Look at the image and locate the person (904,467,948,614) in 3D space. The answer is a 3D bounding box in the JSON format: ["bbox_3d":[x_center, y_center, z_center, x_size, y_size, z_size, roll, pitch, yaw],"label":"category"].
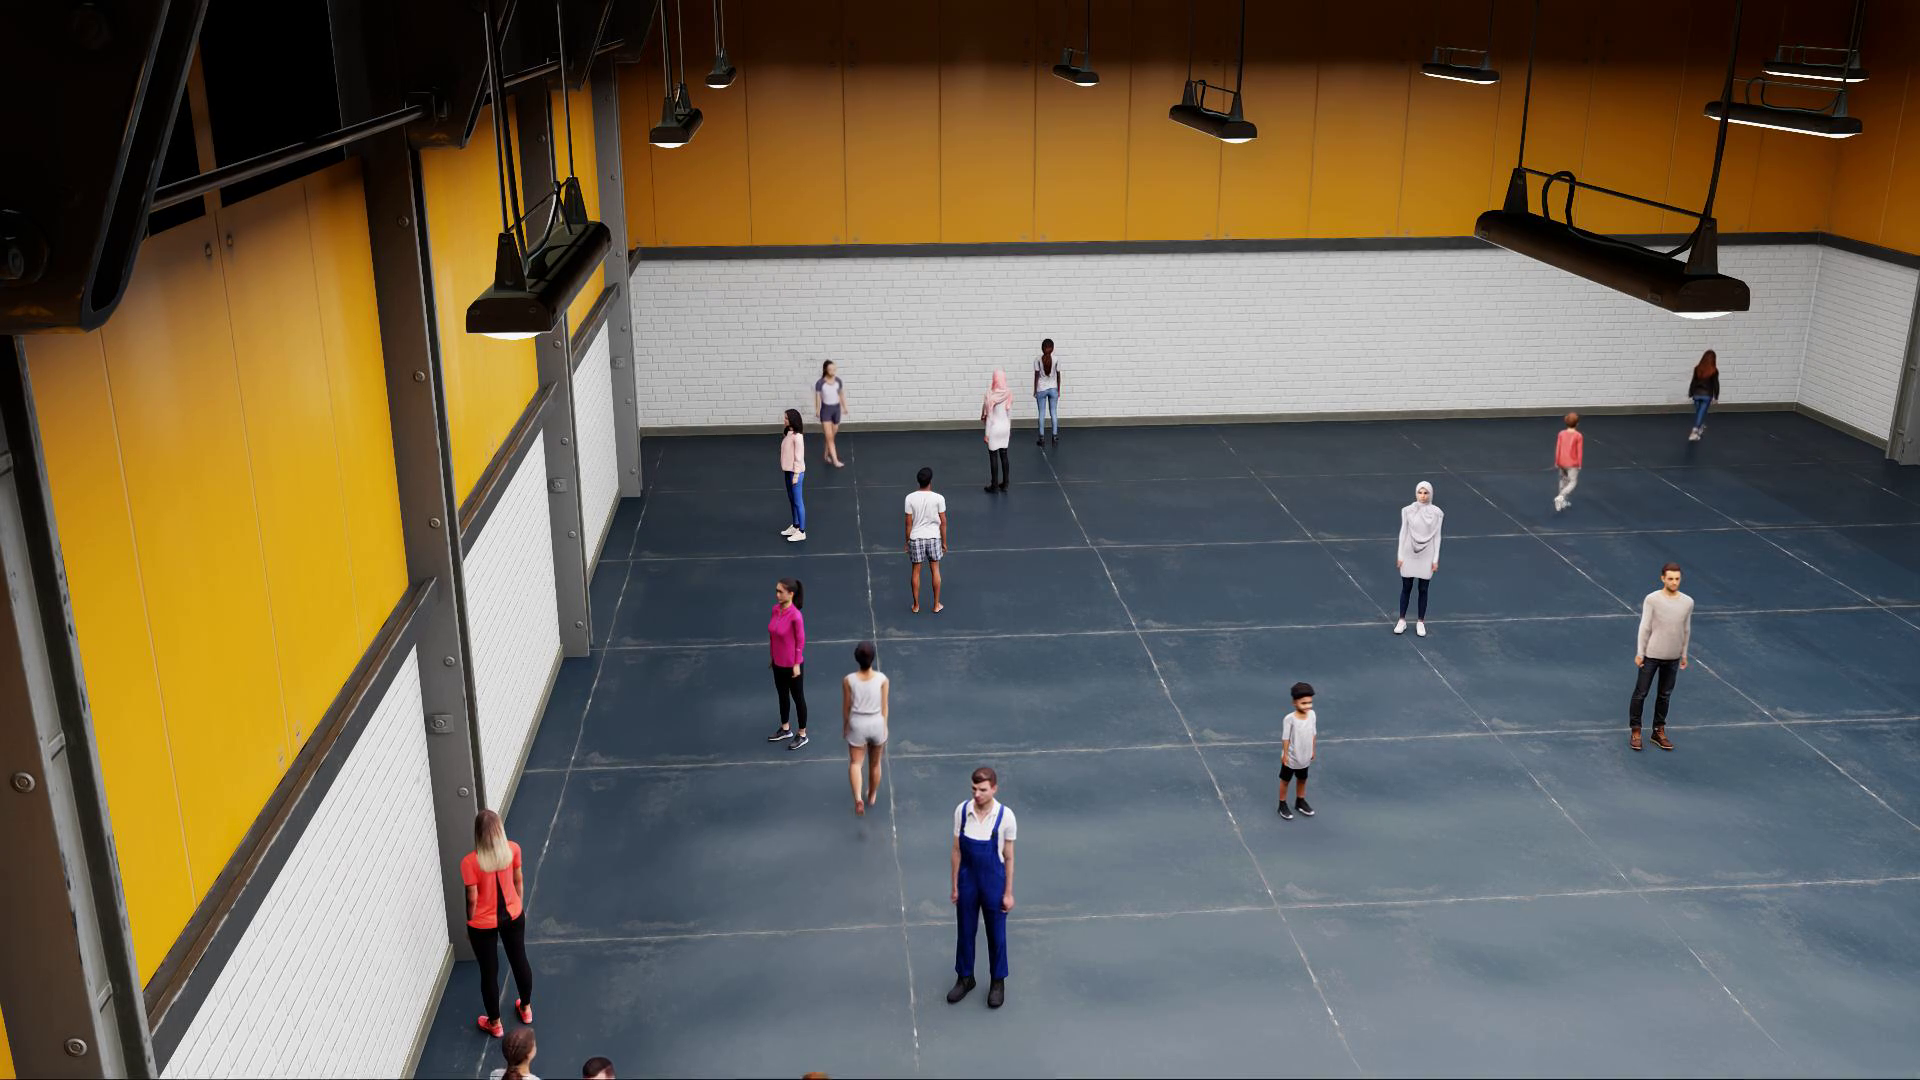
[{"bbox_3d":[-0.412,0.002,19.393,0.670,1.731,0.564,1,19,2],"label":"person"}]

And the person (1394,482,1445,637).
[{"bbox_3d":[5.163,0.196,18.746,0.676,1.776,0.650,5,19,16],"label":"person"}]

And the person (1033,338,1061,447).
[{"bbox_3d":[1.380,-2.354,26.407,0.584,1.719,0.501,-2,19,-6],"label":"person"}]

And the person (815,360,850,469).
[{"bbox_3d":[-2.019,-1.921,25.272,0.898,1.622,1.044,-14,23,-36],"label":"person"}]

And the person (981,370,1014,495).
[{"bbox_3d":[0.550,-1.564,23.926,0.735,1.804,0.760,-13,22,-33],"label":"person"}]

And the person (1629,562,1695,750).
[{"bbox_3d":[6.713,1.094,15.936,0.661,1.868,0.584,0,19,-1],"label":"person"}]

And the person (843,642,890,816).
[{"bbox_3d":[-0.817,1.684,14.611,0.579,1.594,0.862,0,19,-1],"label":"person"}]

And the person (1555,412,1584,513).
[{"bbox_3d":[8.424,-1.067,23.075,0.846,1.407,0.819,-17,25,-42],"label":"person"}]

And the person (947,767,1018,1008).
[{"bbox_3d":[0.173,2.452,11.930,0.711,1.849,0.713,6,20,18],"label":"person"}]

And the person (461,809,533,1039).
[{"bbox_3d":[-3.226,2.649,11.590,0.677,1.694,0.707,-15,24,-38],"label":"person"}]

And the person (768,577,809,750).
[{"bbox_3d":[-1.645,1.164,15.993,0.686,1.699,0.750,16,24,40],"label":"person"}]

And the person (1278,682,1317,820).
[{"bbox_3d":[2.978,1.840,14.678,0.523,1.256,0.533,-6,20,-17],"label":"person"}]

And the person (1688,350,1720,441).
[{"bbox_3d":[11.887,-2.292,26.659,1.005,1.440,0.996,-17,25,-41],"label":"person"}]

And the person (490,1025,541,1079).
[{"bbox_3d":[-2.511,3.486,9.362,0.819,1.529,1.044,6,20,18],"label":"person"}]

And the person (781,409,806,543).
[{"bbox_3d":[-2.182,-0.873,21.930,0.763,1.770,0.593,-8,20,-21],"label":"person"}]
